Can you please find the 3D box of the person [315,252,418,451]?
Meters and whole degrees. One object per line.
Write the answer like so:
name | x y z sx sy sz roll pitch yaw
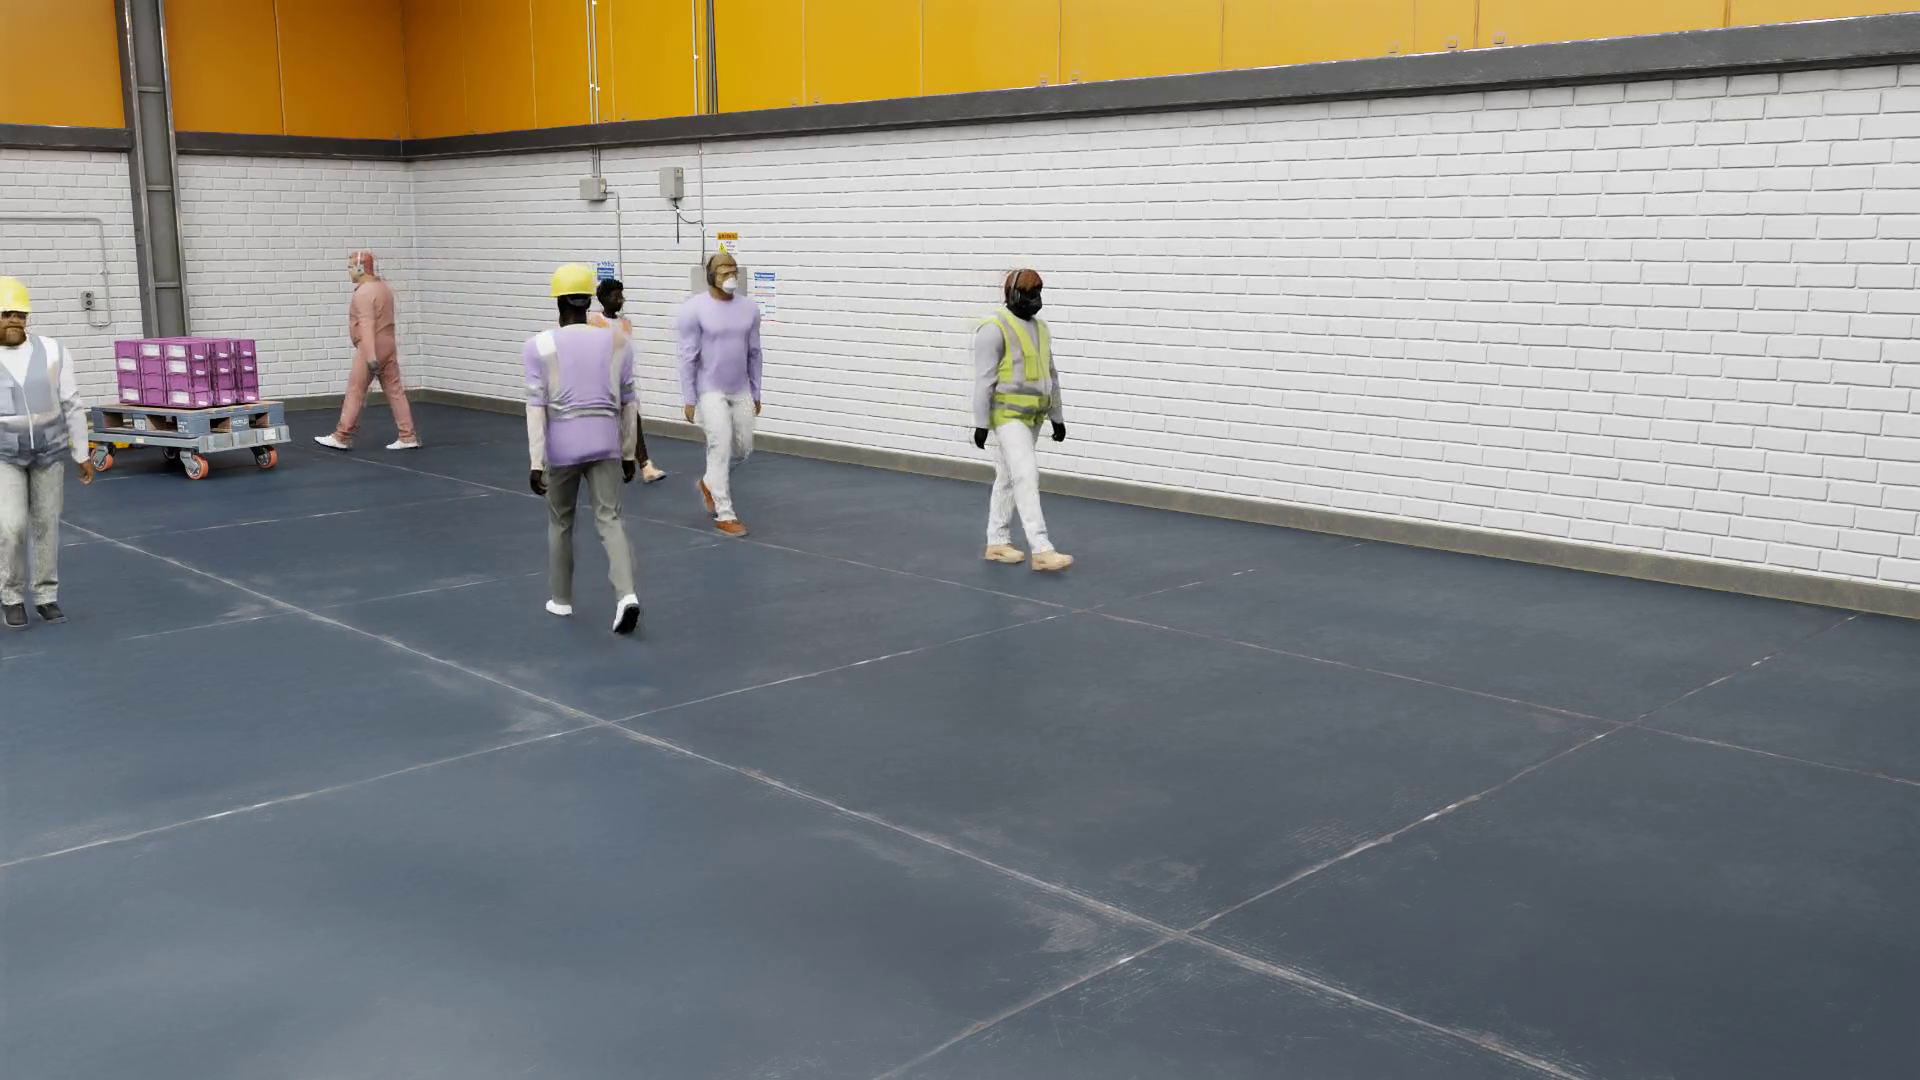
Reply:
person | -5.608 -1.755 15.623 0.975 1.862 0.650 1 10 6

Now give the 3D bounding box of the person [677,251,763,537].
person | -1.657 -1.002 11.350 0.638 1.923 0.688 -9 14 -40

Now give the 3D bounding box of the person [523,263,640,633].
person | -1.922 -0.475 8.569 0.599 1.893 0.933 -6 12 -29

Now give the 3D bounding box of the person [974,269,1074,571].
person | 0.461 -0.721 10.086 0.833 1.811 0.661 7 13 34

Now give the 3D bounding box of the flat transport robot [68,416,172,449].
flat transport robot | -7.881 -1.065 16.182 0.652 0.197 1.431 7 12 33

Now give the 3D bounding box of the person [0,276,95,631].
person | -4.799 -0.433 8.534 0.495 1.814 0.602 10 14 43

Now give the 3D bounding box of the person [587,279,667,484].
person | -2.752 -1.259 13.443 0.729 1.670 0.543 8 13 38
